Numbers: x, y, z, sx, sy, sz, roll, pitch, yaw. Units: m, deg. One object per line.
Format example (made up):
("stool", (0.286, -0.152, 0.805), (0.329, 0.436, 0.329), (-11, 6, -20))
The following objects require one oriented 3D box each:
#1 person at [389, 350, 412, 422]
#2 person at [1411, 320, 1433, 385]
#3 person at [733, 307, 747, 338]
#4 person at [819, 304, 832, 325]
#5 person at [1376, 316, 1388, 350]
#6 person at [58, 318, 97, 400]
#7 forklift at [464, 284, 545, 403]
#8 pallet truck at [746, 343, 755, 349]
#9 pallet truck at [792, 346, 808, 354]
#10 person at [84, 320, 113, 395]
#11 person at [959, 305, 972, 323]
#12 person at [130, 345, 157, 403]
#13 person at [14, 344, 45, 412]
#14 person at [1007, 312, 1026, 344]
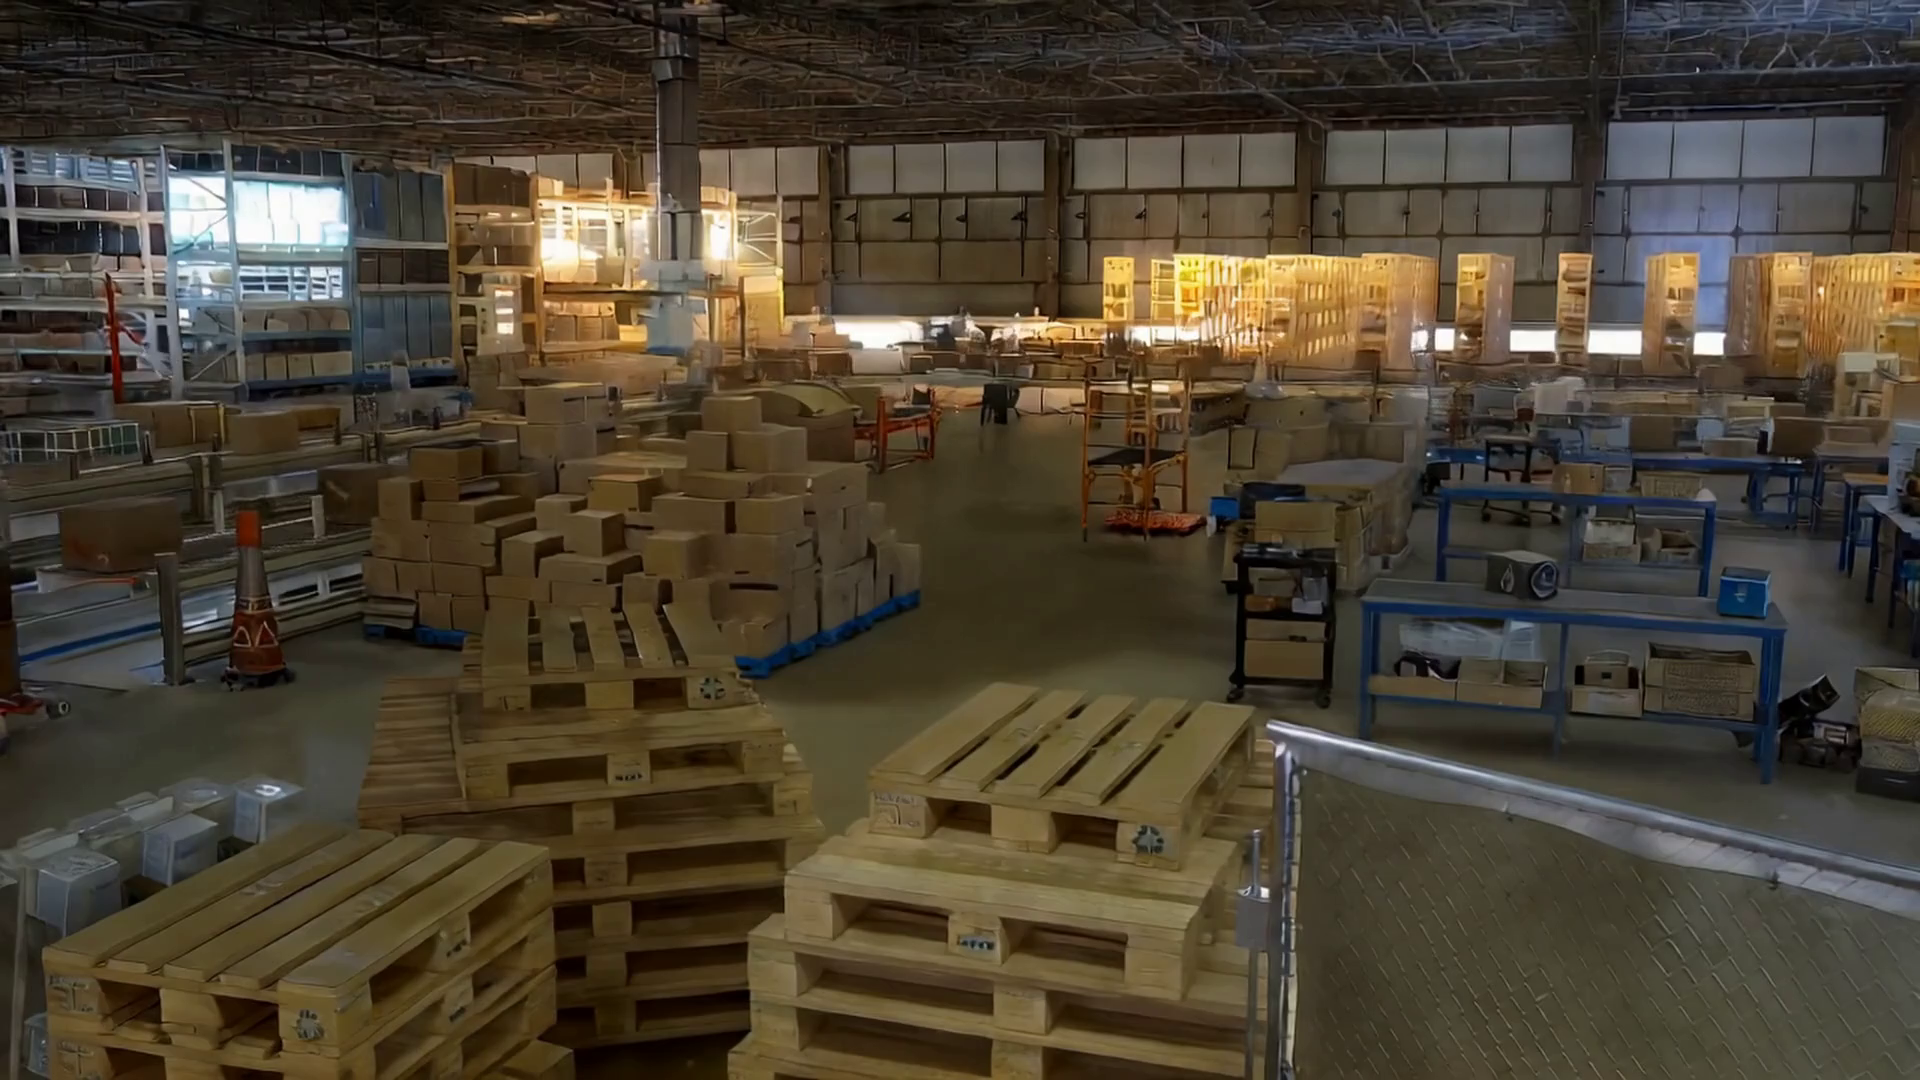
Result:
("person", (-10.709, -2.820, 31.731), (0.470, 1.619, 0.514), (4, 10, 23))
("person", (12.619, -5.086, 45.402), (0.600, 1.809, 0.772), (0, 9, 2))
("person", (-7.689, -7.222, 58.503), (0.550, 1.916, 0.805), (4, 10, 23))
("person", (-4.939, -7.630, 60.772), (0.395, 1.992, 0.622), (7, 12, 39))
("person", (15.088, -7.327, 59.480), (0.934, 1.808, 0.589), (2, 9, 12))
("person", (-21.677, -4.421, 40.652), (0.633, 1.997, 1.029), (4, 10, 25))
("forklift", (-10.832, -4.702, 39.610), (1.129, 2.768, 1.873), (3, 10, 20))
("pallet truck", (-6.183, -4.618, 44.264), (1.601, 1.201, 0.680), (-9, 12, -43))
("pallet truck", (-3.705, -4.298, 42.022), (0.653, 1.274, 1.630), (3, 10, 20))
("person", (-21.782, -4.596, 42.005), (0.652, 1.904, 0.403), (0, 9, -2))
("person", (0.163, -8.522, 66.863), (0.625, 1.840, 0.430), (8, 12, 41))
("person", (-14.683, -2.633, 30.070), (0.591, 1.777, 0.940), (3, 9, 16))
("person", (-19.814, -3.547, 35.538), (1.062, 1.884, 0.643), (3, 10, 20))
("person", (1.758, -5.953, 50.497), (0.640, 1.902, 0.957), (-3, 9, -16))
